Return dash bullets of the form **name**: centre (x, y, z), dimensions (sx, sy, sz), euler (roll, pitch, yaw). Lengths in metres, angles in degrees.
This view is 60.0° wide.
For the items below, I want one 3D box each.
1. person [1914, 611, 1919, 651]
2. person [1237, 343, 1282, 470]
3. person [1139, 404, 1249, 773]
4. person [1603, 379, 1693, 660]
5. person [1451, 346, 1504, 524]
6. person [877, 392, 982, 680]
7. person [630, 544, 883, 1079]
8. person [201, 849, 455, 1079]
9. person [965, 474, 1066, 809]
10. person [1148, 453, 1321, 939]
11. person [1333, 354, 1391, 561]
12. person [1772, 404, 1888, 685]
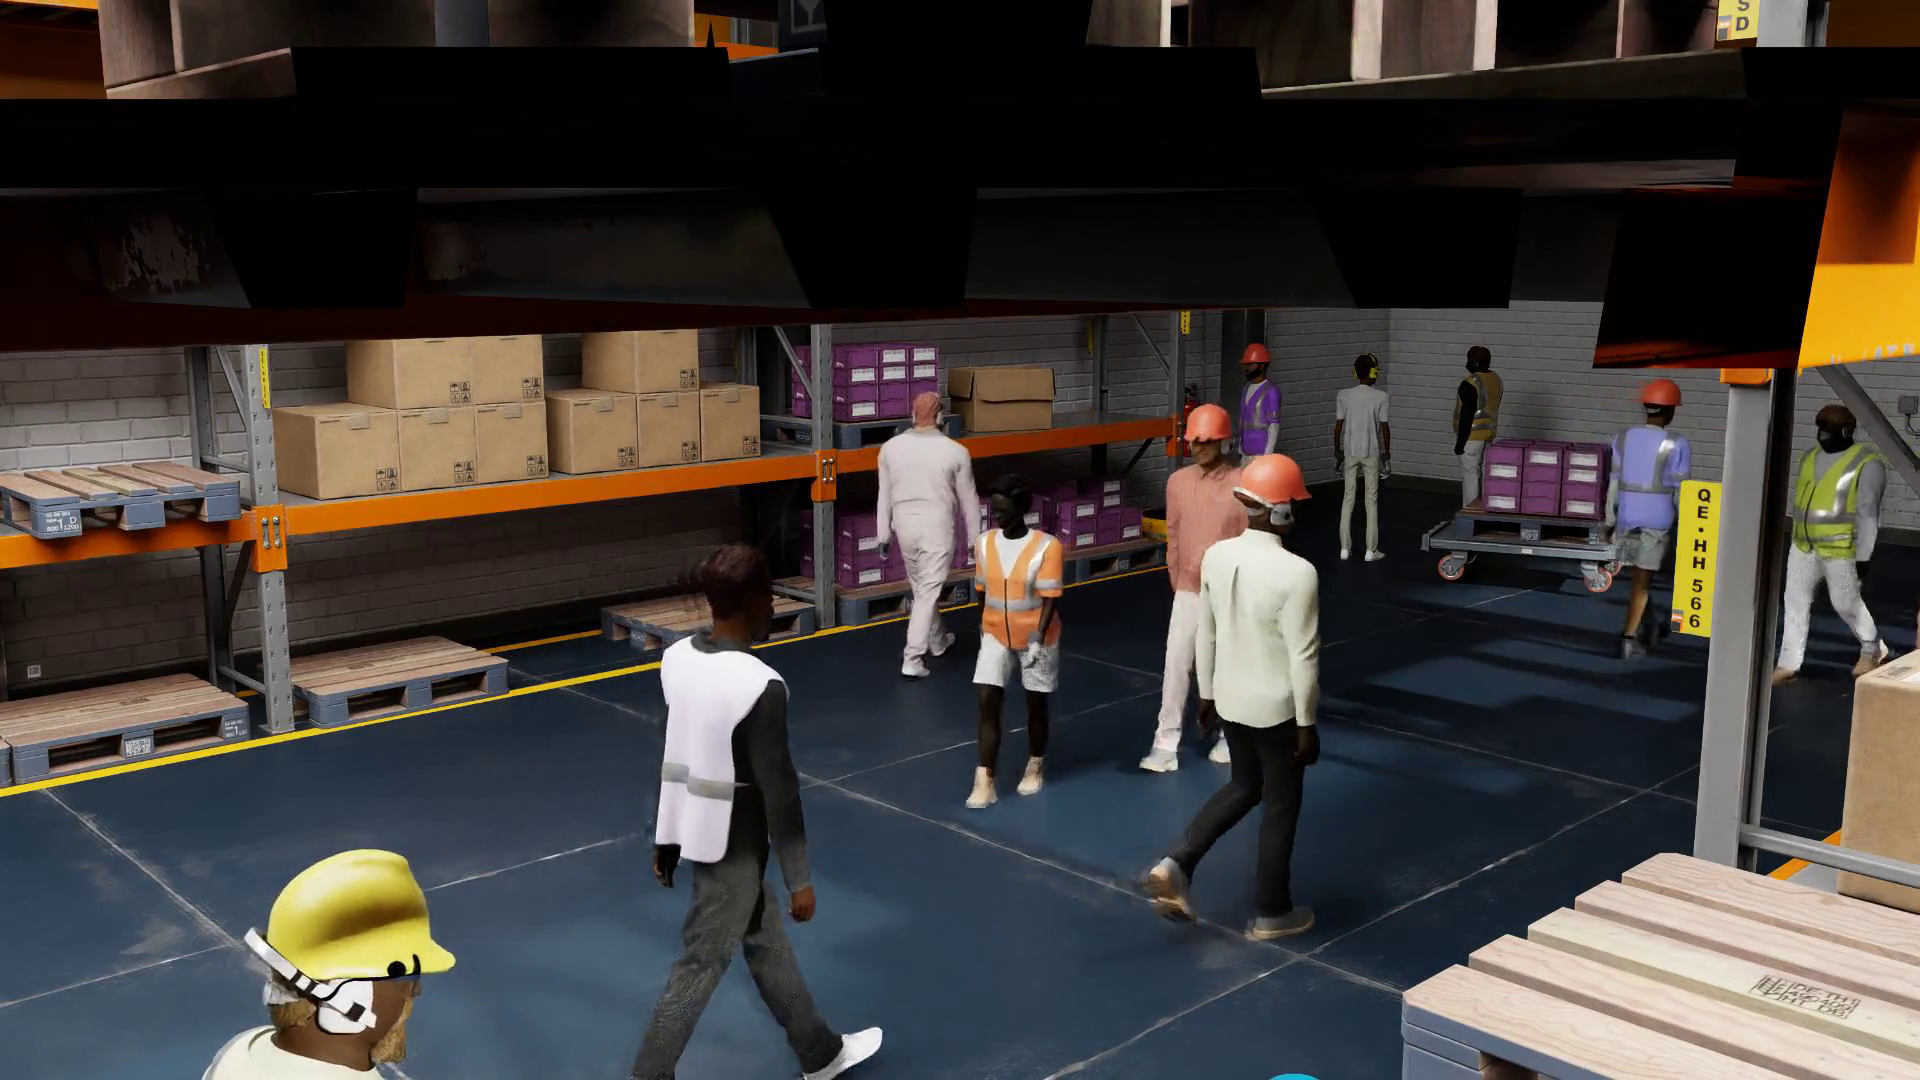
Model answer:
- **person**: centre (4.660, 0.633, 7.630), dimensions (0.360, 1.624, 0.541), euler (-8, 13, -40)
- **person**: centre (2.728, -0.845, 15.385), dimensions (0.361, 1.939, 0.542), euler (-4, 10, -22)
- **person**: centre (1.289, 0.271, 8.772), dimensions (0.624, 1.952, 0.924), euler (6, 12, 32)
- **person**: centre (4.803, -0.150, 11.421), dimensions (0.896, 1.899, 0.566), euler (-7, 12, -34)
- **person**: centre (5.183, -1.033, 16.770), dimensions (0.627, 1.844, 0.429), euler (-9, 13, -44)
- **person**: centre (-0.188, -0.047, 10.965), dimensions (0.672, 1.855, 1.014), euler (4, 11, 24)
- **person**: centre (-0.683, 0.935, 5.179), dimensions (1.032, 1.867, 0.609), euler (-7, 12, -35)
- **person**: centre (-0.954, 1.386, 2.664), dimensions (0.403, 1.822, 0.586), euler (-8, 13, -41)
- **person**: centre (0.249, 0.508, 8.249), dimensions (0.530, 1.658, 0.751), euler (5, 11, 25)
- **person**: centre (1.136, 0.644, 6.558), dimensions (0.643, 1.976, 0.619), euler (-6, 11, -29)
- **person**: centre (3.627, -0.741, 14.992), dimensions (0.532, 1.865, 0.310), euler (5, 11, 27)
- **person**: centre (5.607, 0.030, 10.642), dimensions (0.861, 1.812, 0.632), euler (-4, 11, -23)
